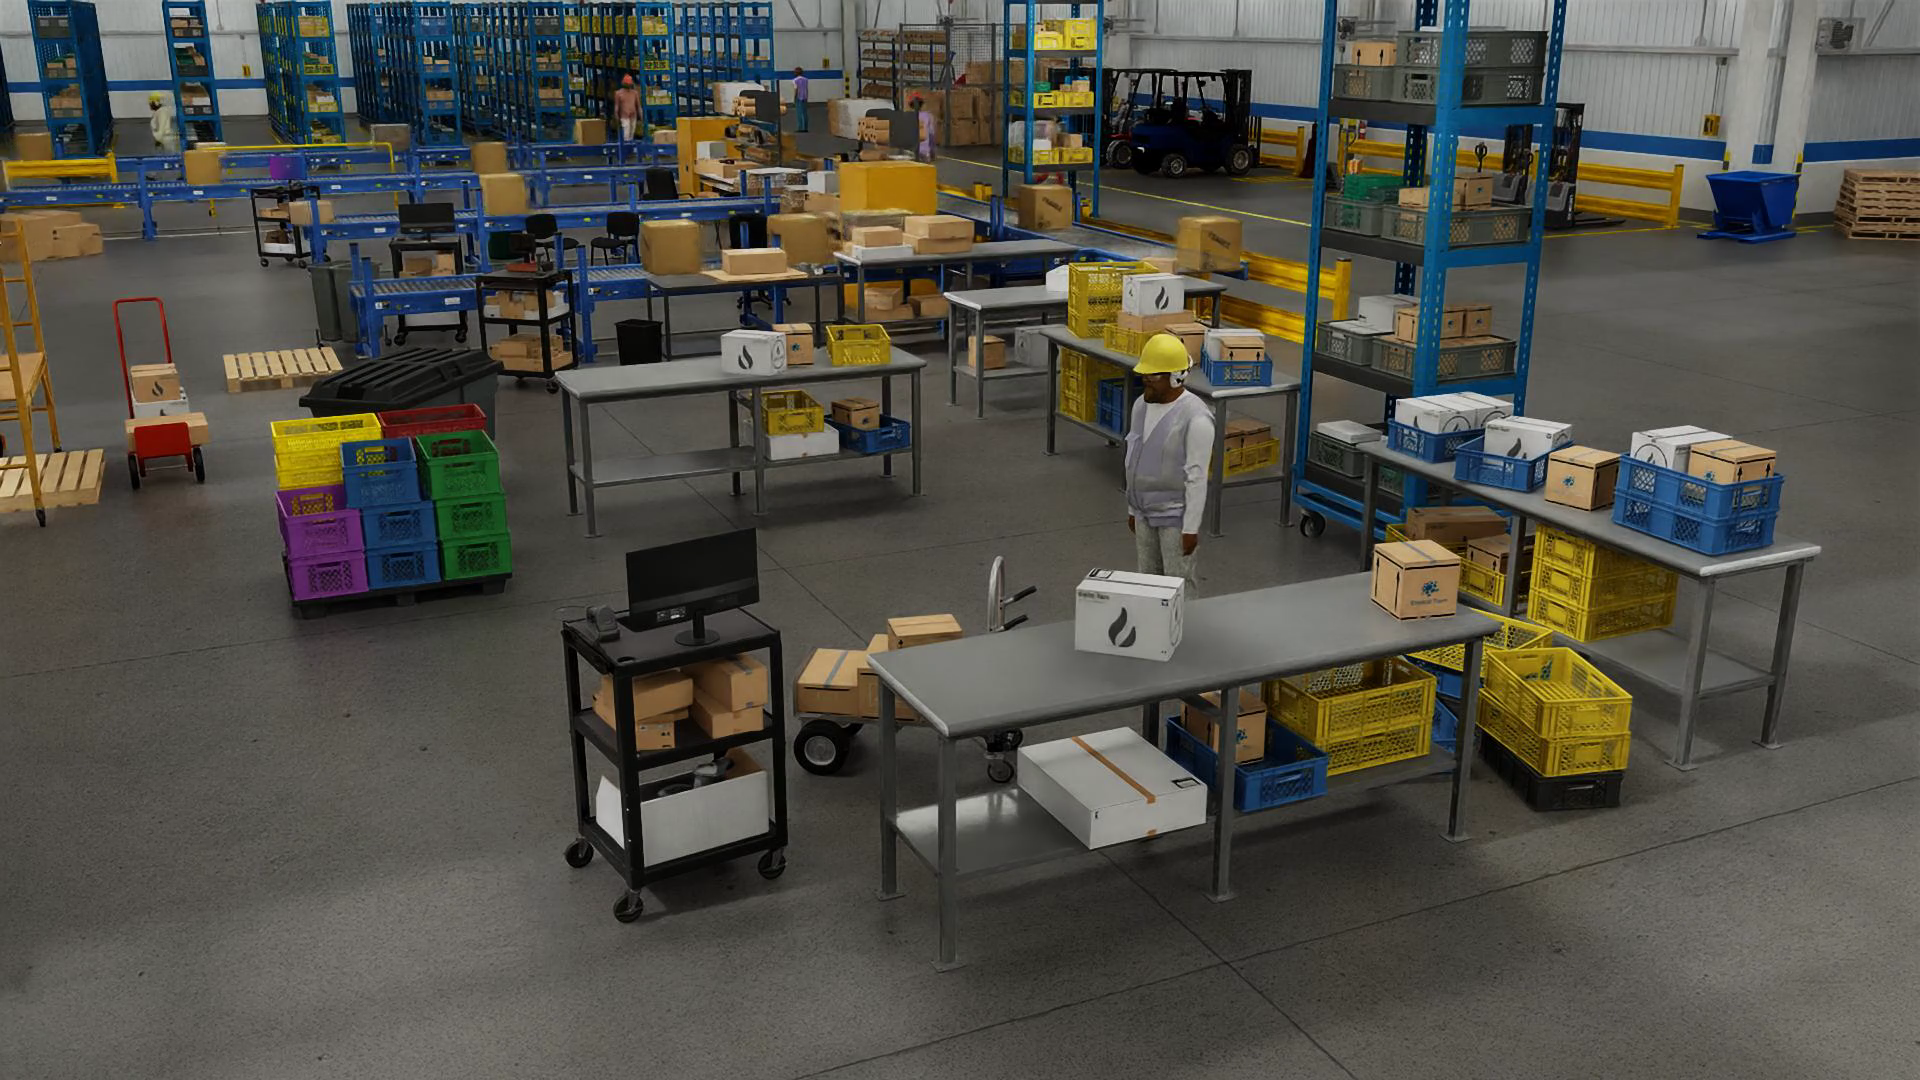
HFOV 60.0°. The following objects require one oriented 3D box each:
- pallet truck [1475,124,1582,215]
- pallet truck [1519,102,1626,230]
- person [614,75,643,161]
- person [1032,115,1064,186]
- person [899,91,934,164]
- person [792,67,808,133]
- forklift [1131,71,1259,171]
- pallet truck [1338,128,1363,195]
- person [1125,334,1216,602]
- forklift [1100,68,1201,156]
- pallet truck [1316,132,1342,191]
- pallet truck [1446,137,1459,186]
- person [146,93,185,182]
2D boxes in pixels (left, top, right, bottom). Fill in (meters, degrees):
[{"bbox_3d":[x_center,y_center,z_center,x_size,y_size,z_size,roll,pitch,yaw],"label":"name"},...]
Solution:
[{"bbox_3d":[9.707,-6.455,28.103,1.885,1.965,0.823,-7,19,-20],"label":"pallet truck"},{"bbox_3d":[9.972,-6.037,26.785,1.885,1.965,0.823,-9,20,-25],"label":"pallet truck"},{"bbox_3d":[-7.782,-9.930,39.149,0.603,1.930,1.033,-12,21,-33],"label":"person"},{"bbox_3d":[1.613,-6.991,30.216,0.802,1.736,0.529,11,21,32],"label":"person"},{"bbox_3d":[-0.842,-6.957,29.656,0.636,2.009,0.924,-11,21,-30],"label":"person"},{"bbox_3d":[-4.595,-12.714,48.064,0.381,1.844,0.566,14,22,37],"label":"person"},{"bbox_3d":[4.998,-8.936,35.413,2.680,1.987,1.157,-9,20,-25],"label":"forklift"},{"bbox_3d":[7.845,-7.140,31.411,1.522,1.261,0.704,-9,20,-25],"label":"pallet truck"},{"bbox_3d":[1.042,-0.155,8.550,0.405,1.824,0.586,-10,20,-30],"label":"person"},{"bbox_3d":[4.082,-9.564,37.410,2.680,1.987,1.157,-8,19,-23],"label":"forklift"},{"bbox_3d":[7.723,-7.504,32.656,1.601,1.201,0.680,-8,19,-23],"label":"pallet truck"},{"bbox_3d":[9.184,-6.485,29.328,1.630,1.274,0.653,-8,19,-23],"label":"pallet truck"},{"bbox_3d":[-16.310,-8.203,33.966,0.920,1.785,0.593,-15,23,-39],"label":"person"}]
